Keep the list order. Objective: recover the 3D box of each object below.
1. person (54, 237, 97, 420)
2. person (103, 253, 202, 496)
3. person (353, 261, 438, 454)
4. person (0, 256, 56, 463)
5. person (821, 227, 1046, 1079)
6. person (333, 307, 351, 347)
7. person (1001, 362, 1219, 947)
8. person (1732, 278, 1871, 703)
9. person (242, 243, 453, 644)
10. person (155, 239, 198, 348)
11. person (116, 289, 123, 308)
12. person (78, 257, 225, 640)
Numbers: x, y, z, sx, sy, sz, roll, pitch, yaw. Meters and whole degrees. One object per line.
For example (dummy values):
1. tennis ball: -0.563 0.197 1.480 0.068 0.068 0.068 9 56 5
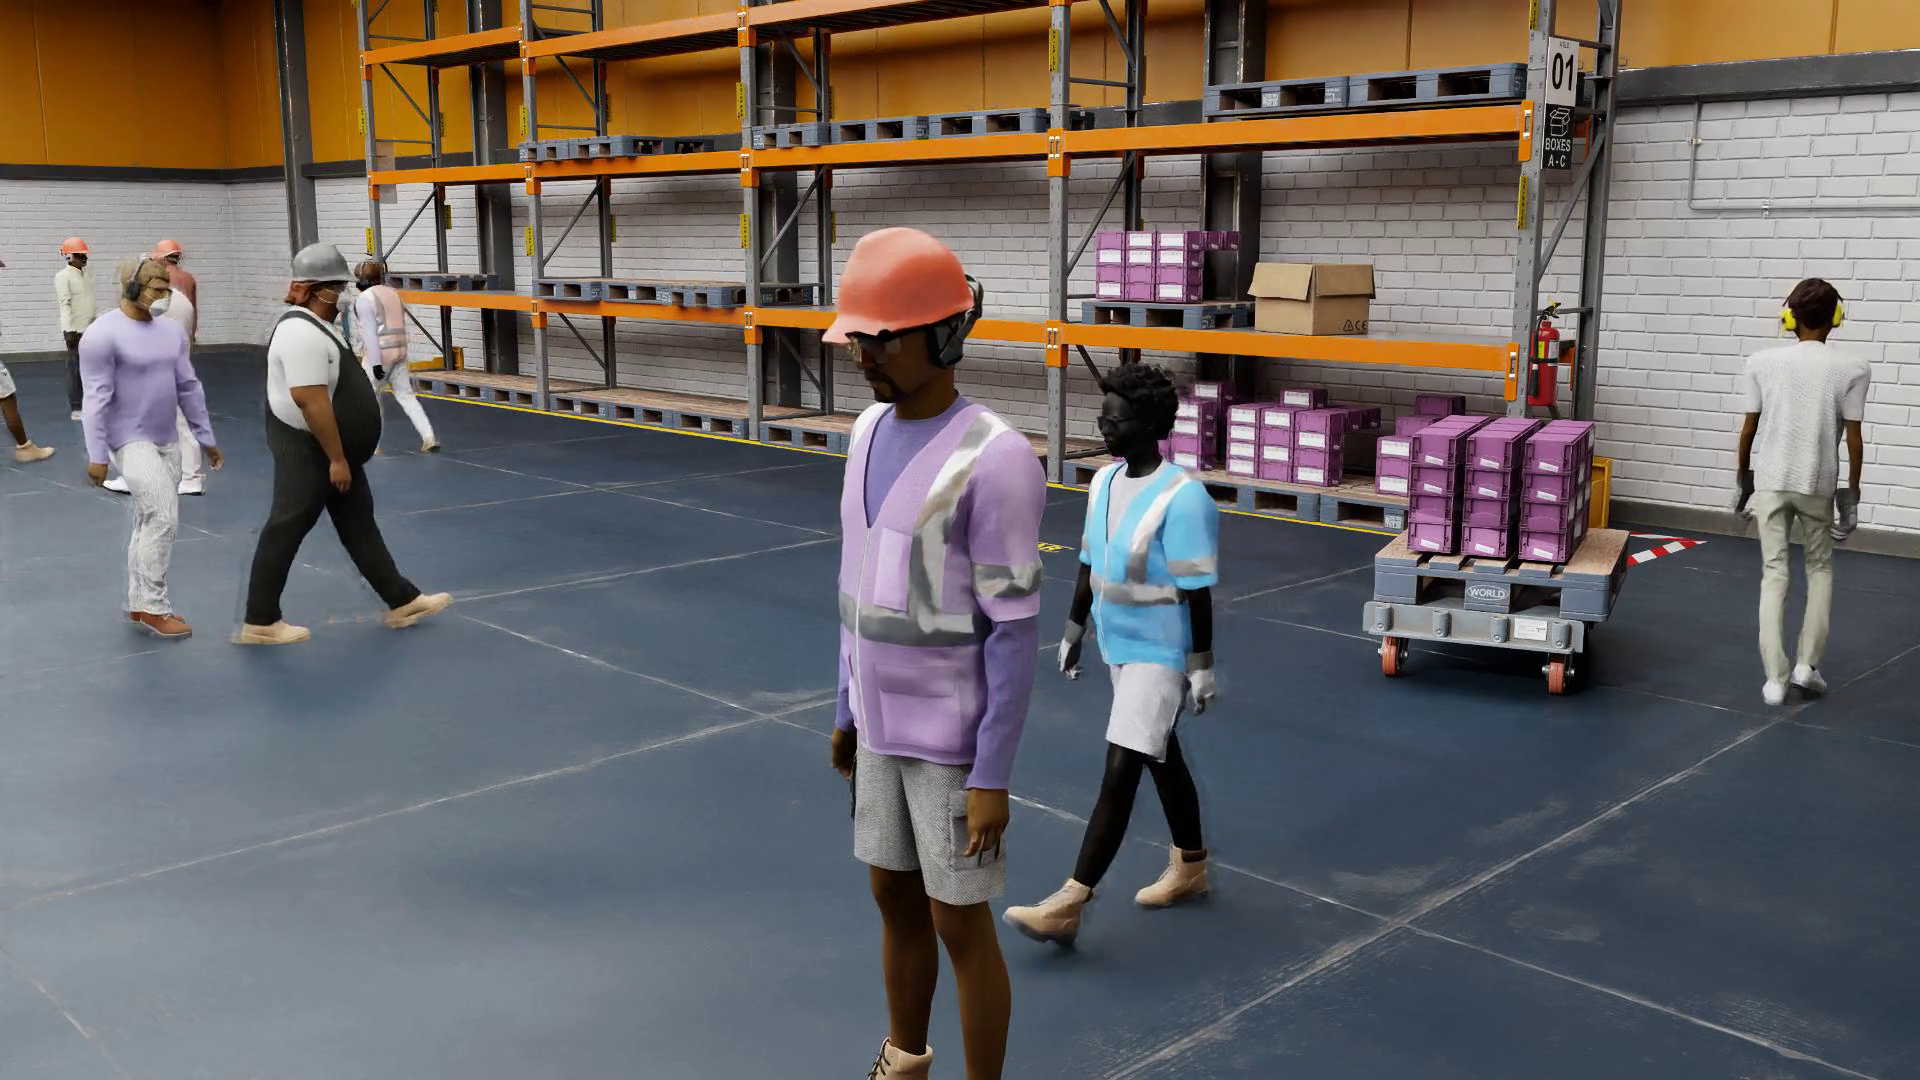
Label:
1. person: -9.709 -2.328 18.365 0.377 1.995 0.608 -1 10 -4
2. person: -6.309 -1.274 12.935 0.873 1.872 0.683 3 11 18
3. person: -5.243 -1.675 15.397 0.808 1.799 0.642 3 11 17
4. person: -8.536 -1.591 14.445 0.634 1.979 1.103 5 12 27
5. person: -0.095 0.387 3.448 0.388 2.037 0.605 -7 13 -35
6. person: -7.094 -2.220 18.766 0.481 1.622 0.536 9 14 40
7. person: 0.436 0.330 4.782 0.842 1.657 0.550 -5 11 -24
8. person: 3.651 -0.214 7.268 0.498 1.842 0.550 6 12 29
9. person: -3.138 -0.502 8.283 1.027 2.000 0.700 -2 11 -12
10. person: -8.606 -2.303 18.272 0.480 1.974 0.639 3 11 18
11. person: -9.654 -2.425 19.661 0.532 1.704 0.943 -6 12 -32
12. person: -4.047 -0.460 8.413 0.650 1.909 0.635 2 11 10
